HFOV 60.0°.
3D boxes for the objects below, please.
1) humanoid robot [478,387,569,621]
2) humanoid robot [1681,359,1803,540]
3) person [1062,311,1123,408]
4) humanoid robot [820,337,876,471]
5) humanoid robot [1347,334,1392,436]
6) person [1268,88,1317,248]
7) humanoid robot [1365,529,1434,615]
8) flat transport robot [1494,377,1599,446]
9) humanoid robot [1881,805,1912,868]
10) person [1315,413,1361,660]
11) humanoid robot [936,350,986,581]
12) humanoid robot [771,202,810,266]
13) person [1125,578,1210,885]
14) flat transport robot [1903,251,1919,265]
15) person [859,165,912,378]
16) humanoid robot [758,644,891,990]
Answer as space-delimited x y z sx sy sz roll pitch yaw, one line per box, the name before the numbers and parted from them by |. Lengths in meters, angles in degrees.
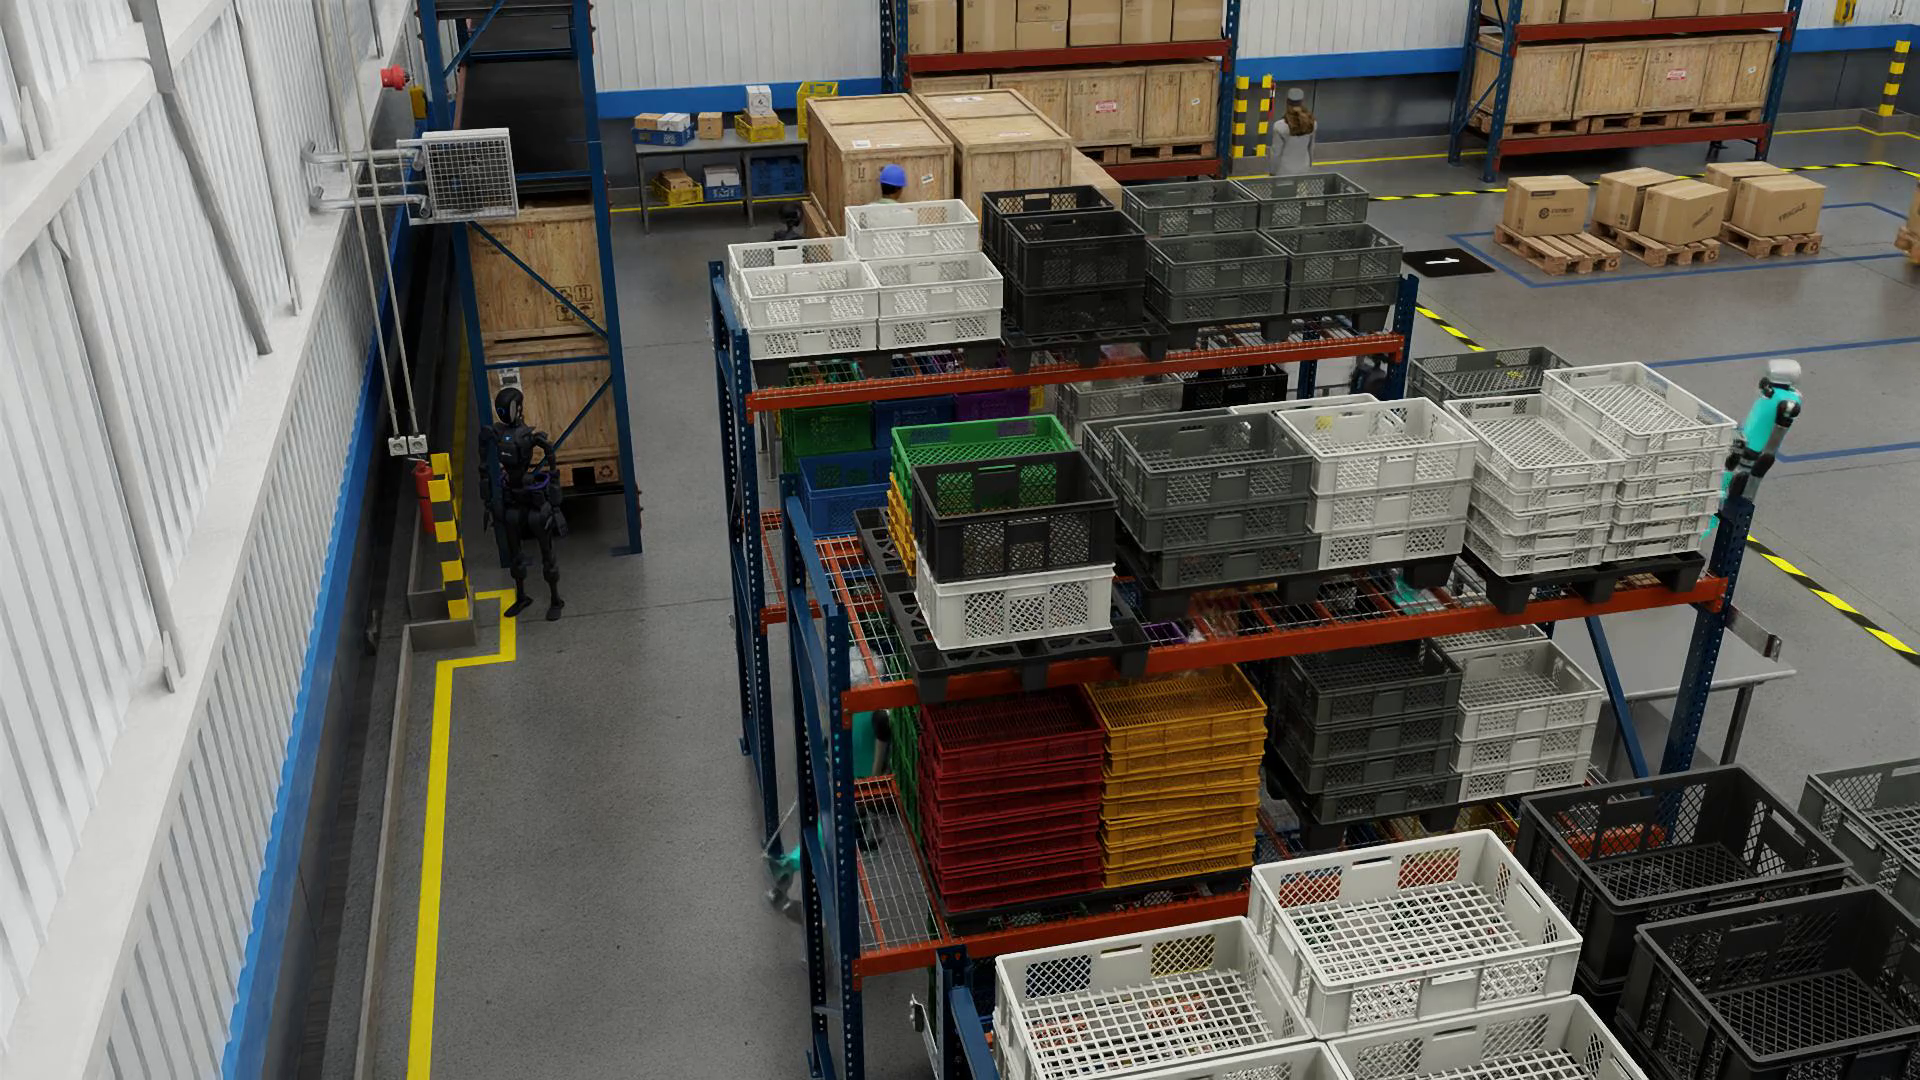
humanoid robot | -2.866 -0.233 10.962 0.599 1.657 0.315 6 28 11
humanoid robot | 5.070 -0.363 11.210 0.818 1.815 0.543 4 28 8
person | 1.029 -1.505 13.025 0.478 2.029 0.605 -9 29 -16
humanoid robot | -0.581 -0.608 11.653 0.682 1.834 0.537 -20 34 -34
humanoid robot | 2.890 -0.690 11.896 0.765 1.637 0.600 -11 30 -20
person | 3.577 -3.994 18.015 0.572 1.766 0.396 -13 31 -24
humanoid robot | 2.724 0.326 9.935 0.548 1.868 0.707 -18 33 -31
flat transport robot | 4.780 -1.036 14.013 0.659 0.231 1.431 -6 28 -12
humanoid robot | 4.306 1.618 7.465 0.409 1.637 0.603 -24 36 -38
person | 2.230 0.059 10.258 0.587 1.831 0.404 0 28 0
humanoid robot | -0.094 -0.360 11.059 0.533 1.698 0.754 4 28 8
humanoid robot | -1.484 -2.121 14.566 0.414 1.647 0.603 -22 35 -36
person | 1.006 1.016 8.416 0.748 1.859 0.579 -6 28 -12
flat transport robot | 10.576 -2.839 17.403 0.652 0.197 1.431 0 28 -1
person | -0.617 -2.327 14.689 0.699 1.919 0.526 20 34 32
humanoid robot | -0.666 1.418 7.897 0.772 1.881 0.534 -19 33 -32
